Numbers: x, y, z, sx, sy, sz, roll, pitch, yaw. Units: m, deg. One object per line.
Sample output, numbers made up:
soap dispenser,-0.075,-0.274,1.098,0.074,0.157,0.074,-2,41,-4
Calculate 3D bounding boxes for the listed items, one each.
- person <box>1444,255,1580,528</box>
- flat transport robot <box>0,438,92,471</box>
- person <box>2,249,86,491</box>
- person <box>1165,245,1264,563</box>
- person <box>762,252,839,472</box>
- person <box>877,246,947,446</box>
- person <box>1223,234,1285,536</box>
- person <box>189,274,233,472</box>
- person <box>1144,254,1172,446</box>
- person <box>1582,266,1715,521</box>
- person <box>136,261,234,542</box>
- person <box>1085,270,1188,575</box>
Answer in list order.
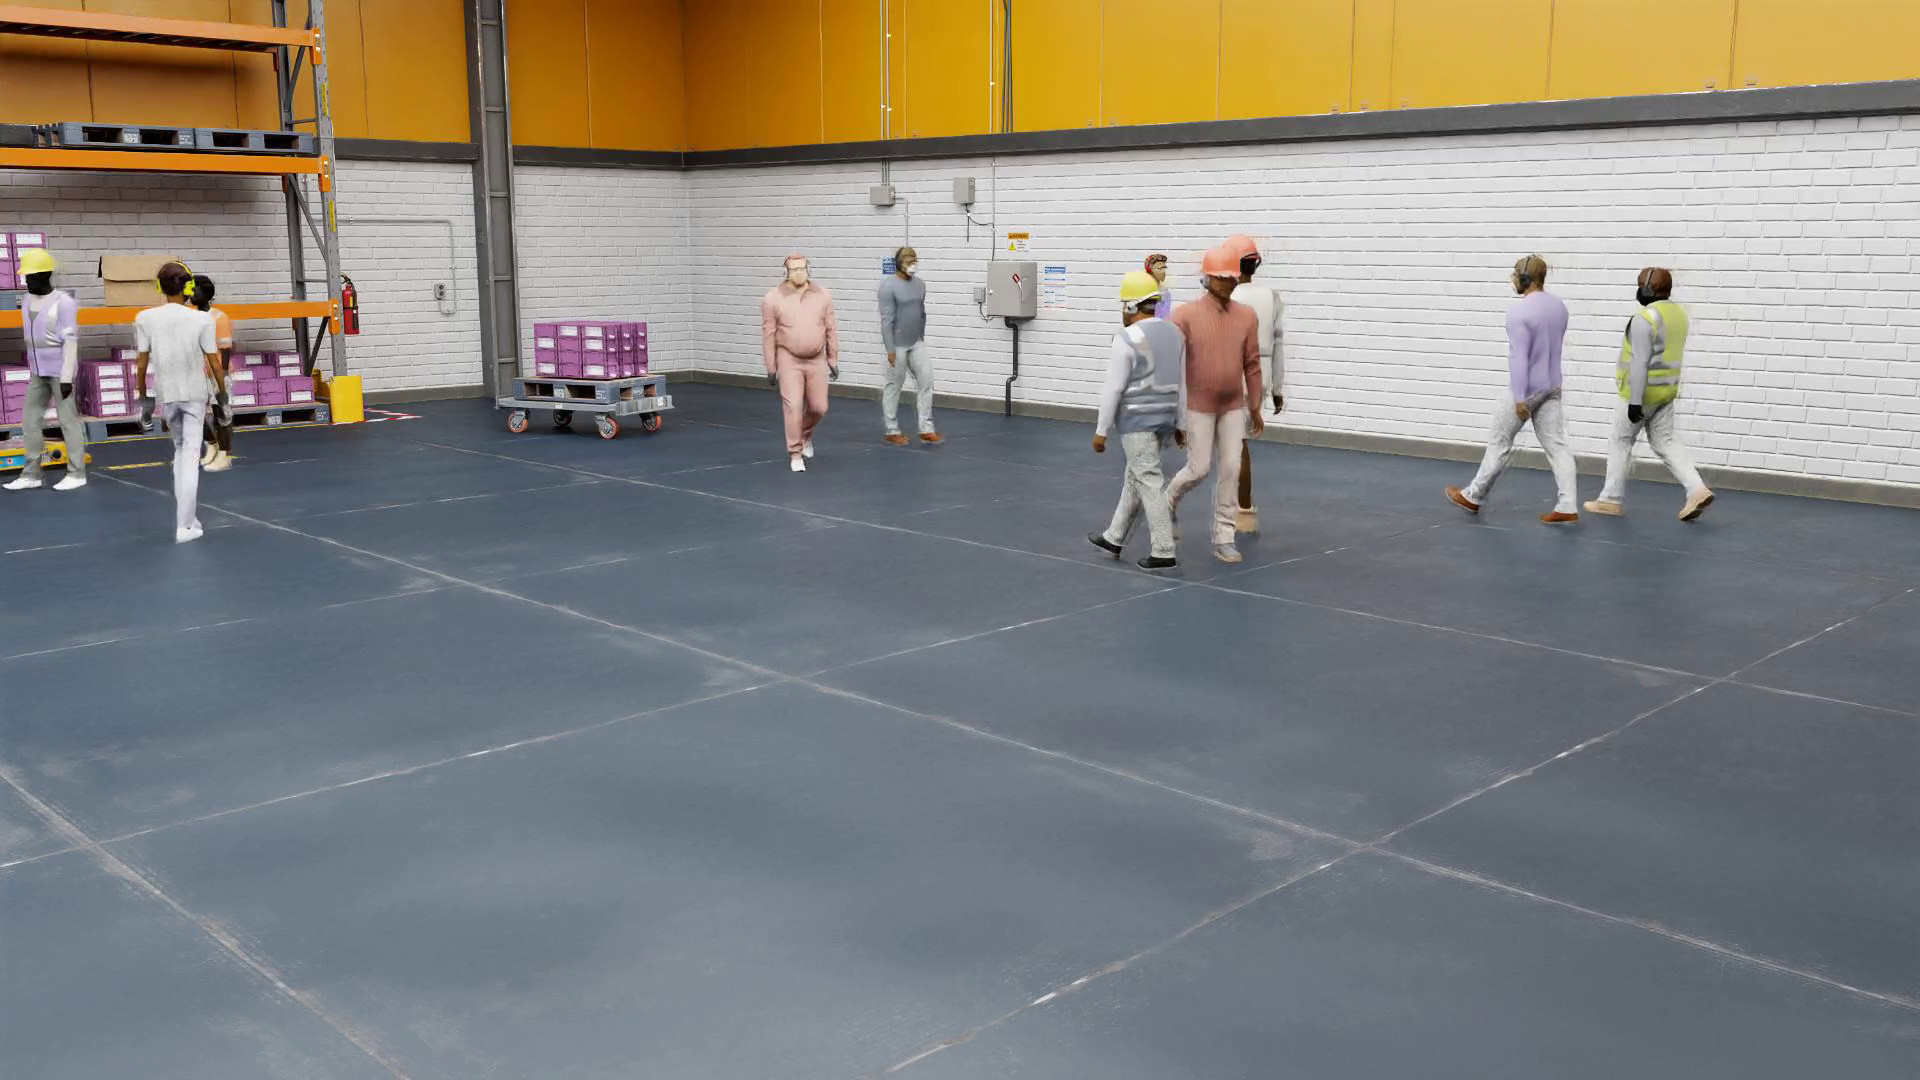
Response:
person,3.976,-1.054,11.726,0.639,1.882,1.034,-7,12,-33
flat transport robot,-8.277,-0.695,14.165,0.652,0.197,1.431,7,12,33
person,-7.221,-1.311,13.032,0.619,1.907,0.699,4,11,23
person,1.547,-0.859,10.425,0.650,1.968,0.644,-4,11,-21
person,-1.397,-1.554,14.440,0.655,1.884,0.649,-4,11,-20
person,-0.450,-1.827,15.846,0.791,1.912,0.666,9,14,41
person,1.845,-1.047,11.293,0.648,2.024,0.635,-6,12,-31
person,-6.440,-1.419,14.221,0.551,1.685,0.366,4,11,23
person,1.815,-1.803,15.900,0.390,1.848,0.563,9,14,40
person,4.962,-1.038,11.843,0.635,1.812,0.879,-8,13,-36
person,-5.161,-0.932,11.138,0.536,1.844,0.652,0,10,-2
person,1.015,-0.716,10.074,0.870,1.797,0.606,10,14,42
